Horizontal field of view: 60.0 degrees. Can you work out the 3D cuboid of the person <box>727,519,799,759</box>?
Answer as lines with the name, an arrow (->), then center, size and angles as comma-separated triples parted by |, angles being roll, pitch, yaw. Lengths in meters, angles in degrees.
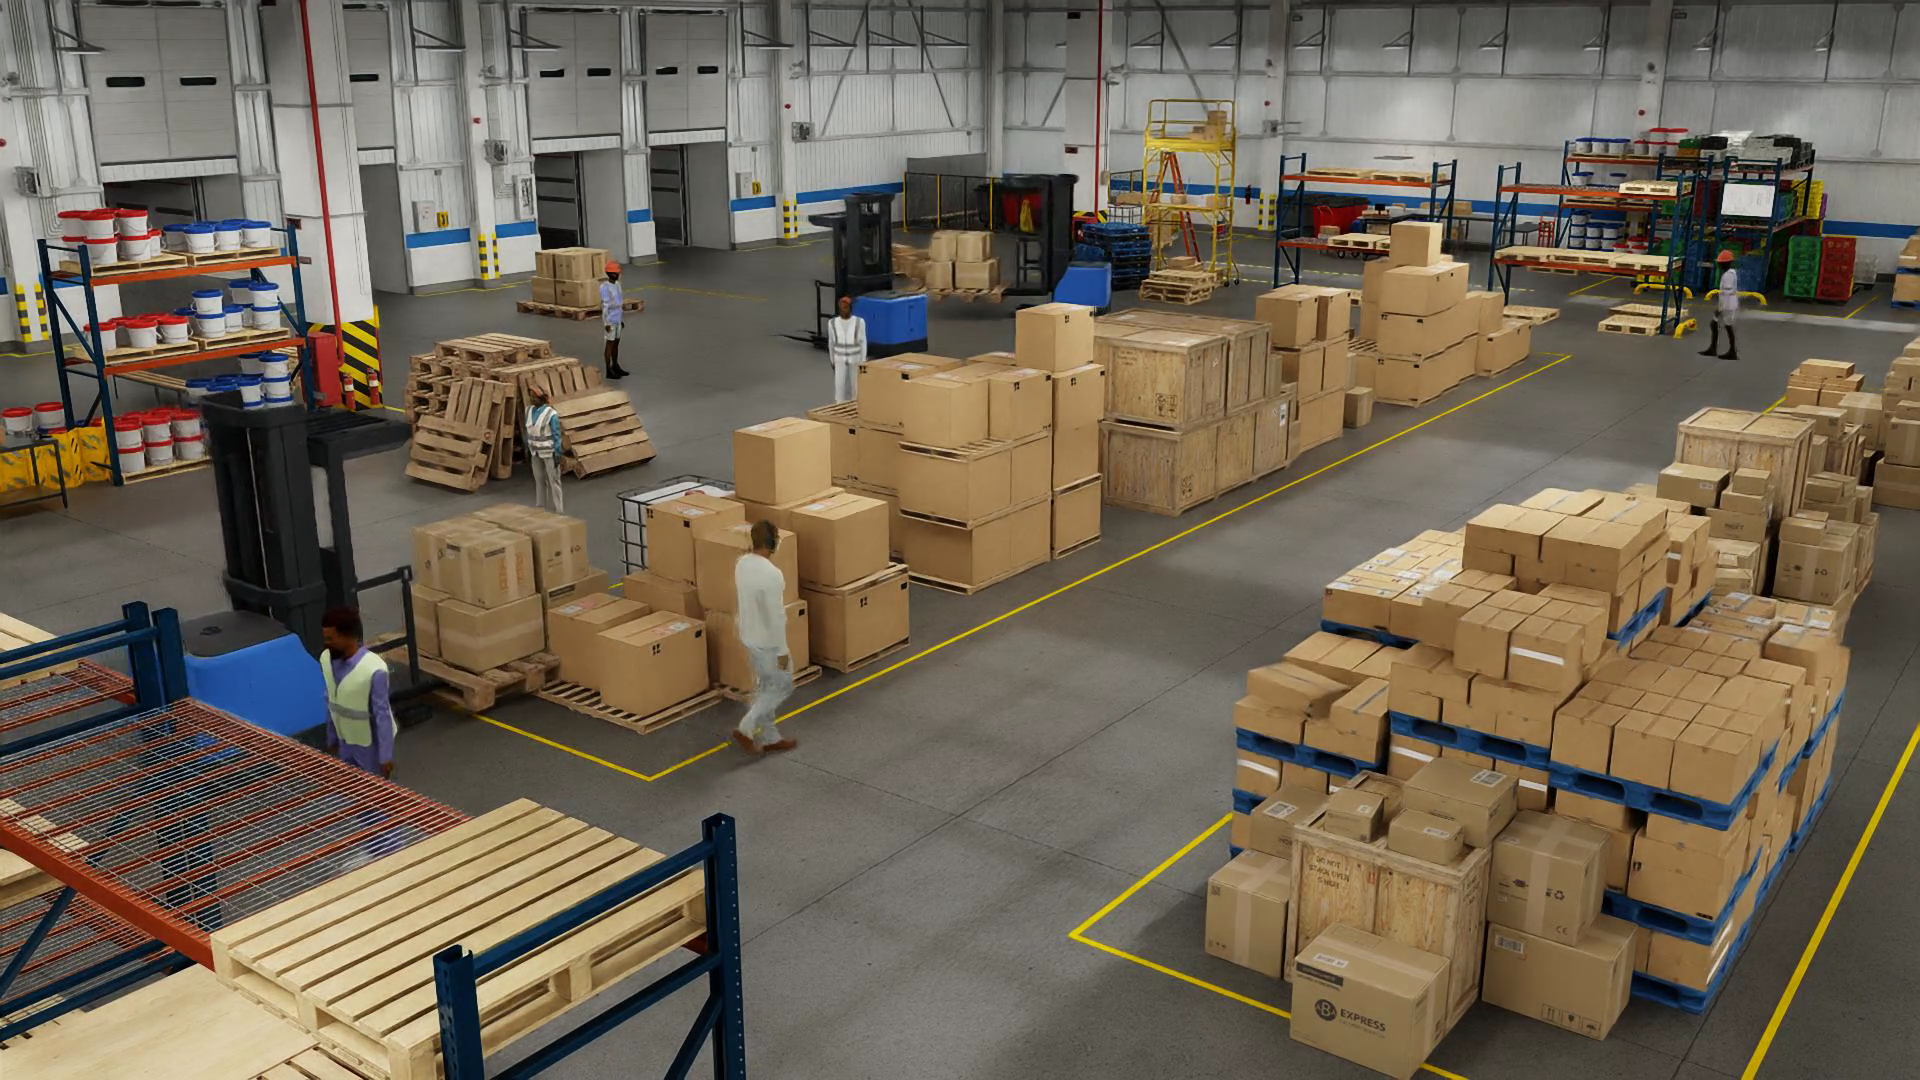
person -> -1.539, 0.781, 12.824 | 0.492, 1.921, 0.644 | -10, 19, -29

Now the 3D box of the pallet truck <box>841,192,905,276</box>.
pallet truck -> -1.936, -7.159, 38.982 | 1.885, 1.965, 0.823 | -12, 21, -34

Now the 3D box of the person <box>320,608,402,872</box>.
person -> -3.955, 1.338, 11.008 | 0.597, 1.909, 0.400 | 11, 20, 32

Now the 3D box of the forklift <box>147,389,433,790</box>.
forklift -> -5.334, 0.270, 12.880 | 1.129, 2.768, 1.873 | 12, 21, 35

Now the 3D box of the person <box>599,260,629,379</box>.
person -> -5.695, -3.634, 27.412 | 0.372, 1.939, 0.544 | 5, 18, 17

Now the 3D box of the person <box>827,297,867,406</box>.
person -> -1.643, -2.628, 24.282 | 0.579, 1.833, 1.003 | 1, 17, 3

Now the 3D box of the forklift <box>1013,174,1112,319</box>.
forklift -> 2.071, -5.842, 33.117 | 1.873, 2.768, 1.129 | 3, 17, 10

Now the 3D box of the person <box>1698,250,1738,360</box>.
person -> 13.286, -4.090, 28.982 | 0.756, 1.898, 0.552 | 6, 18, 18

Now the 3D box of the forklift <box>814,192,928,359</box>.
forklift -> -1.567, -4.713, 29.381 | 1.873, 2.768, 1.129 | 15, 22, 40

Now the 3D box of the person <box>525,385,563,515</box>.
person -> -4.786, -0.982, 19.137 | 0.515, 1.641, 0.314 | 10, 20, 31
